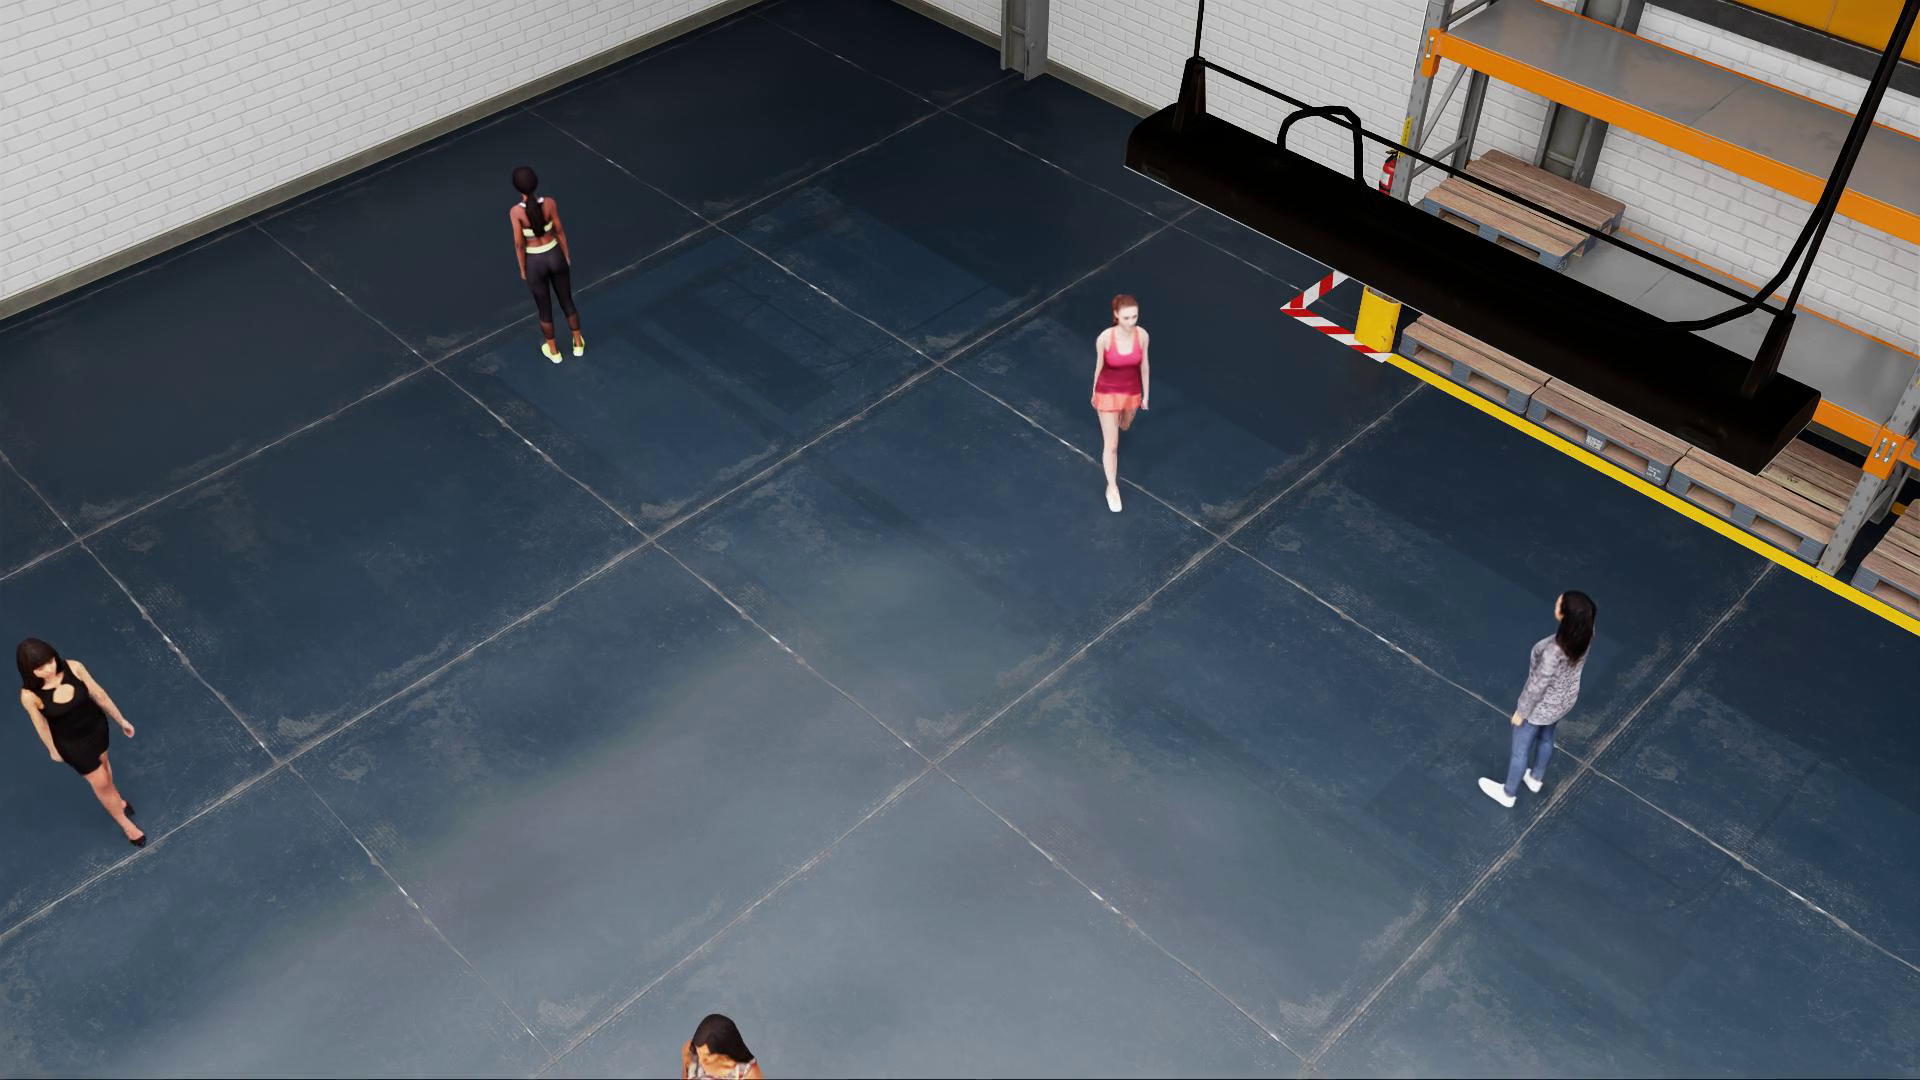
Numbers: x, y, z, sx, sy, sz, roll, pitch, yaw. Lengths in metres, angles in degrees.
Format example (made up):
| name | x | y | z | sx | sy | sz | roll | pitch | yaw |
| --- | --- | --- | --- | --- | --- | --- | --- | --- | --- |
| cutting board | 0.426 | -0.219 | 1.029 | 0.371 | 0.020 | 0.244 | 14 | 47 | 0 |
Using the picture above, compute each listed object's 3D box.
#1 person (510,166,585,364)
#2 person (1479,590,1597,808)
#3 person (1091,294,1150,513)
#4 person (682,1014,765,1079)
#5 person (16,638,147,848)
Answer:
| name | x | y | z | sx | sy | sz | roll | pitch | yaw |
| --- | --- | --- | --- | --- | --- | --- | --- | --- | --- |
| person | -3.334 | -2.208 | 13.373 | 0.622 | 1.754 | 0.596 | -20 | 47 | -20 |
| person | 3.556 | 0.966 | 10.058 | 0.645 | 1.731 | 0.575 | -27 | 50 | -26 |
| person | 1.161 | -1.124 | 12.260 | 1.018 | 1.720 | 1.178 | -7 | 44 | -7 |
| person | -1.127 | 2.802 | 8.194 | 0.629 | 1.644 | 0.783 | 14 | 45 | 14 |
| person | -5.309 | 1.130 | 9.957 | 0.793 | 1.633 | 0.671 | 21 | 48 | 21 |
